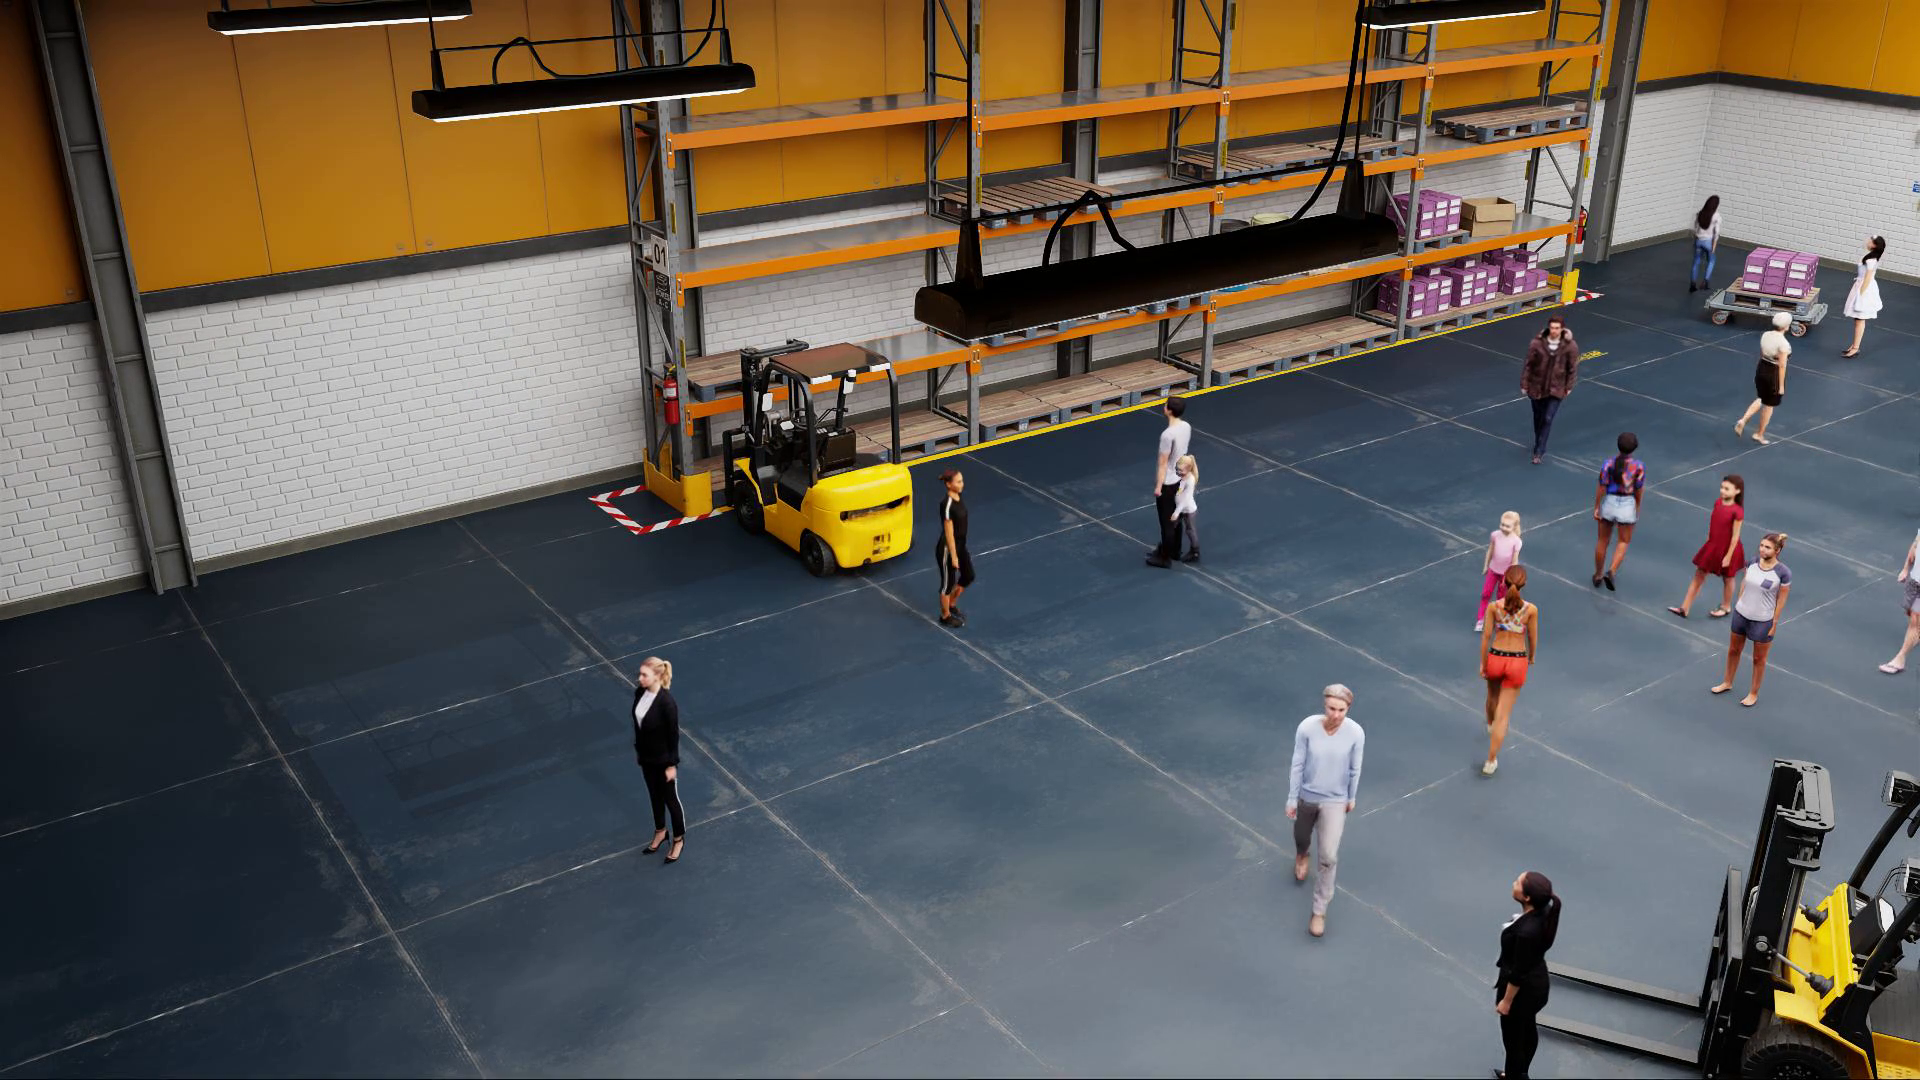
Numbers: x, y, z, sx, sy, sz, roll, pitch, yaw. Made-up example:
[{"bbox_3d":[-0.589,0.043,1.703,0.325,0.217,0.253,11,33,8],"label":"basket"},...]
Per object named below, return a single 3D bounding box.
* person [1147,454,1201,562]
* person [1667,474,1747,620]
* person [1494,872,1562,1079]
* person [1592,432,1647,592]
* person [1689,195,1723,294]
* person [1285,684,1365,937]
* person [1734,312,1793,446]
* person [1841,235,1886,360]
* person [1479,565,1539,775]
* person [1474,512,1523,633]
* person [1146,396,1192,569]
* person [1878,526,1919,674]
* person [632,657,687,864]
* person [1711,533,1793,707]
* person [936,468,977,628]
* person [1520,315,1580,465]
[{"bbox_3d":[2.445,-0.320,17.633,0.859,1.242,0.603,-8,25,-18],"label":"person"},{"bbox_3d":[7.563,0.081,16.374,1.032,1.516,0.672,-11,26,-23],"label":"person"},{"bbox_3d":[3.431,2.736,10.120,0.715,1.661,0.572,18,29,35],"label":"person"},{"bbox_3d":[6.677,-0.249,16.857,0.847,1.735,0.972,9,25,19],"label":"person"},{"bbox_3d":[12.345,-4.905,27.653,0.666,1.619,0.689,21,32,40],"label":"person"},{"bbox_3d":[2.587,1.823,11.962,1.136,1.858,1.275,7,25,15],"label":"person"},{"bbox_3d":[10.073,-2.004,20.865,0.918,1.740,0.808,-5,24,-11],"label":"person"},{"bbox_3d":[13.223,-3.565,24.333,0.881,1.822,0.801,13,27,28],"label":"person"},{"bbox_3d":[4.505,1.110,13.740,0.997,1.741,1.225,10,25,21],"label":"person"},{"bbox_3d":[5.314,0.280,16.253,0.650,1.249,0.825,18,29,35],"label":"person"},{"bbox_3d":[2.233,-0.613,17.527,0.788,1.864,0.629,15,28,31],"label":"person"},{"bbox_3d":[9.015,0.391,15.322,1.162,1.791,0.902,-6,24,-13],"label":"person"},{"bbox_3d":[-2.267,1.645,12.556,0.666,1.707,0.638,18,29,35],"label":"person"},{"bbox_3d":[7.109,0.686,14.855,0.522,1.625,0.571,-16,28,-31],"label":"person"},{"bbox_3d":[-0.148,0.071,16.219,0.750,1.658,0.666,10,25,21],"label":"person"},{"bbox_3d":[7.256,-1.891,20.534,1.126,1.797,1.329,11,26,24],"label":"person"}]
